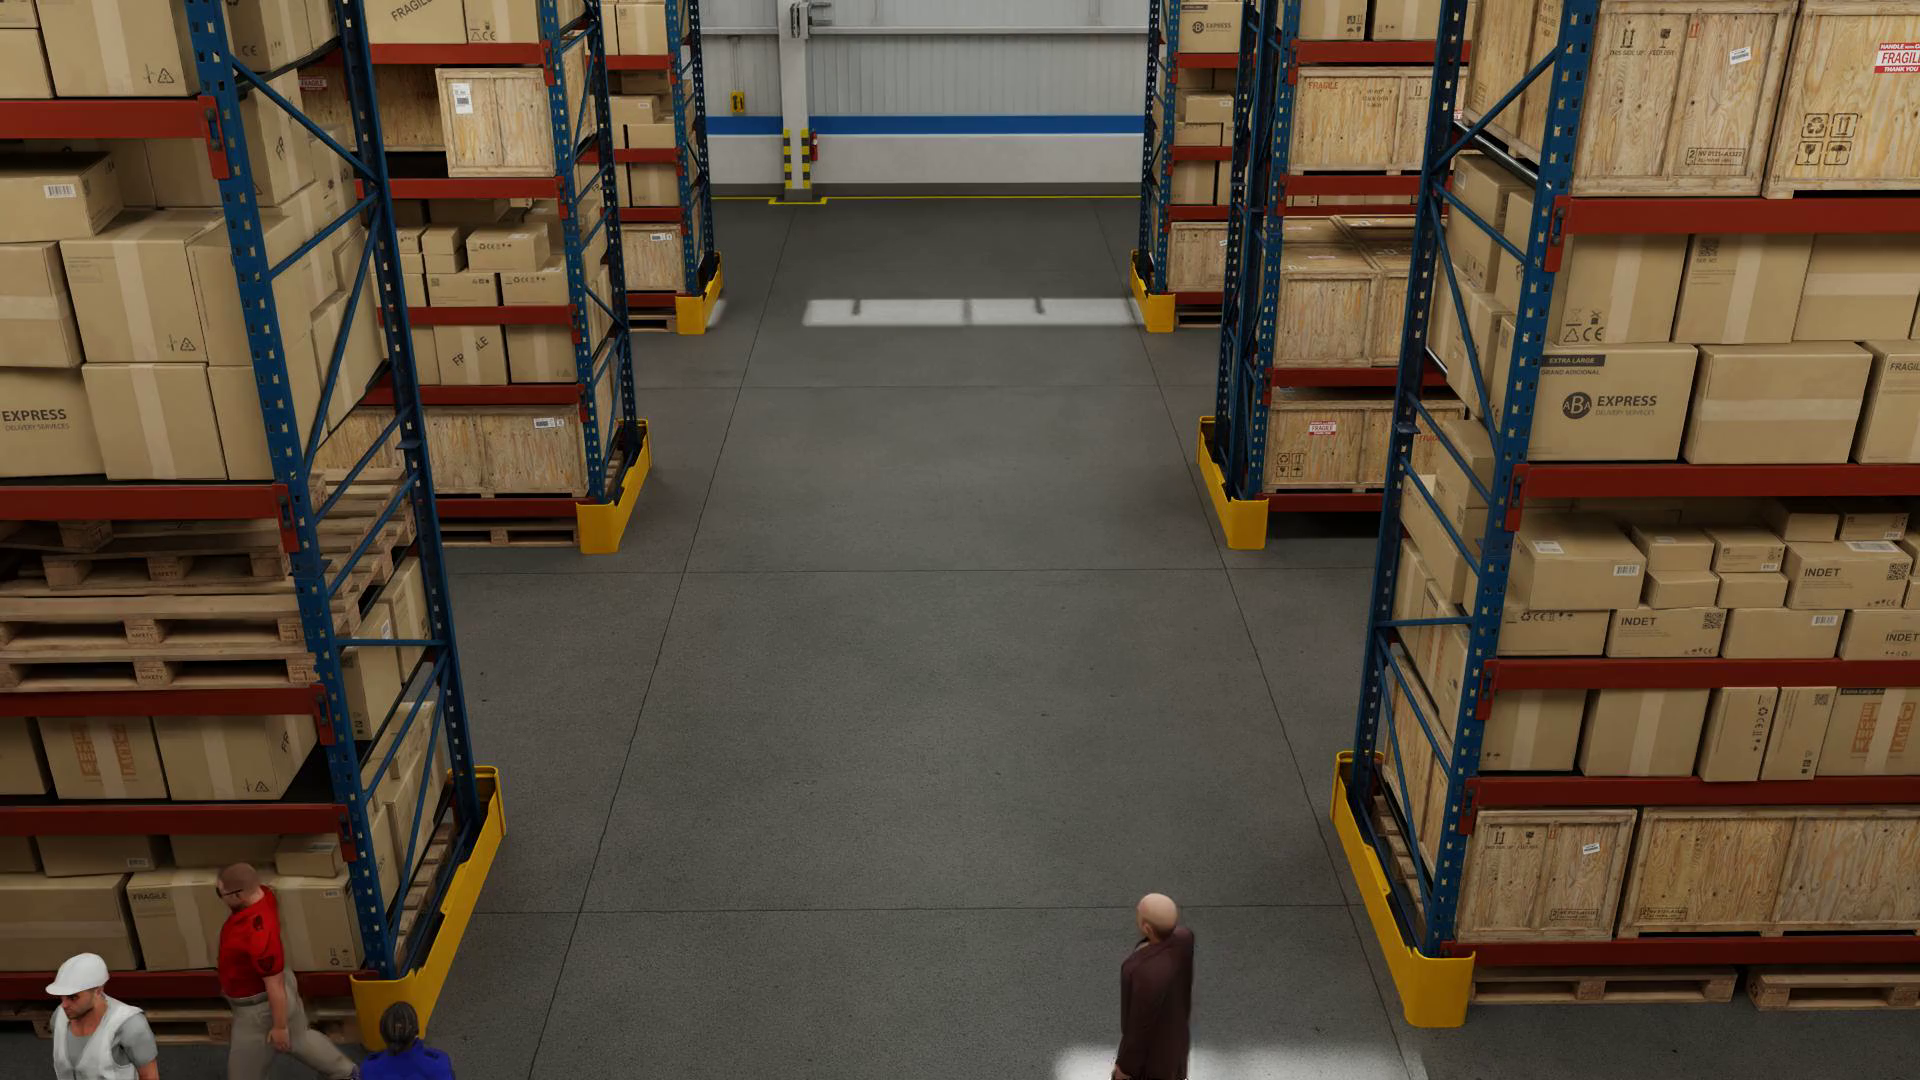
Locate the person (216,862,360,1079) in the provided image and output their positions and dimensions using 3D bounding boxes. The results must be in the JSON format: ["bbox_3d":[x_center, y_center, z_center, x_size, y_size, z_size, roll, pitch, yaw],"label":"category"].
[{"bbox_3d":[-3.712,2.427,8.754,0.926,1.702,0.576,-9,26,-18],"label":"person"}]

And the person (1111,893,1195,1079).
[{"bbox_3d":[1.052,2.560,8.360,0.559,1.775,0.590,12,27,23],"label":"person"}]

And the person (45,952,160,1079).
[{"bbox_3d":[-4.067,2.754,7.957,0.530,1.795,0.381,6,26,12],"label":"person"}]

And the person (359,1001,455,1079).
[{"bbox_3d":[-2.572,2.806,7.983,0.459,1.656,0.546,-3,25,-7],"label":"person"}]
